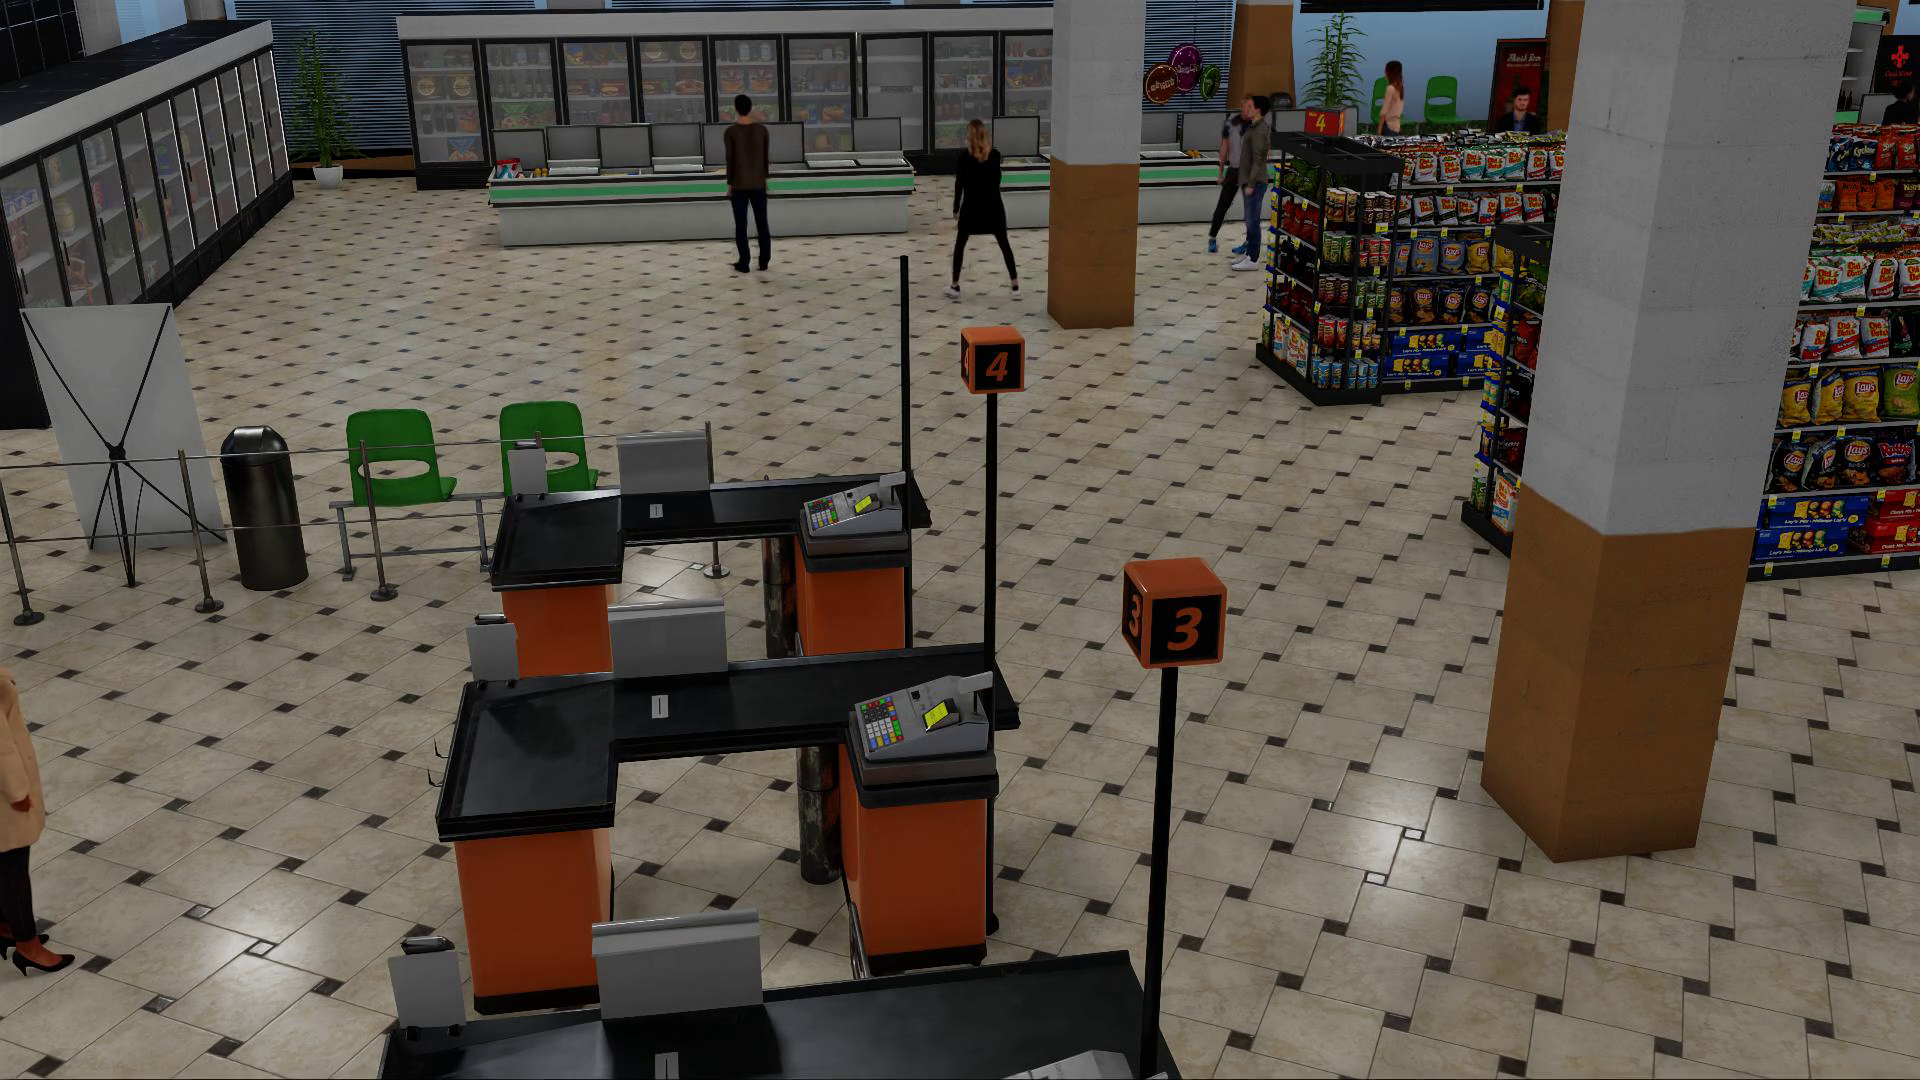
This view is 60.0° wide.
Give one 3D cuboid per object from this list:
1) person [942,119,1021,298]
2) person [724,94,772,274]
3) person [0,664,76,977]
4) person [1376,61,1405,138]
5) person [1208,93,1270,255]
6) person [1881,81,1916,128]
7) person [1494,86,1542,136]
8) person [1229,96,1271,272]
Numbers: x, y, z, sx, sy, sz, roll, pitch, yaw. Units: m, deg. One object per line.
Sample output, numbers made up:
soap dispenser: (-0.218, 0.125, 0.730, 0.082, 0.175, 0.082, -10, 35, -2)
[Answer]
person: (0.169, -3.316, 16.818, 0.696, 1.767, 0.977, -5, 22, -13)
person: (-2.288, -3.858, 18.005, 0.582, 1.887, 0.761, -10, 24, -22)
person: (-3.743, 0.911, 6.413, 0.723, 1.681, 0.744, 19, 29, 39)
person: (5.744, -5.402, 22.001, 1.067, 1.772, 0.964, 13, 25, 28)
person: (3.254, -4.132, 18.801, 0.853, 1.802, 0.952, 17, 27, 35)
person: (10.945, -4.456, 19.564, 0.528, 1.834, 0.604, -5, 23, -13)
person: (6.246, -4.181, 18.817, 0.703, 1.881, 0.848, 5, 22, 13)
person: (3.208, -3.879, 18.086, 0.693, 1.865, 0.763, 2, 22, 5)
